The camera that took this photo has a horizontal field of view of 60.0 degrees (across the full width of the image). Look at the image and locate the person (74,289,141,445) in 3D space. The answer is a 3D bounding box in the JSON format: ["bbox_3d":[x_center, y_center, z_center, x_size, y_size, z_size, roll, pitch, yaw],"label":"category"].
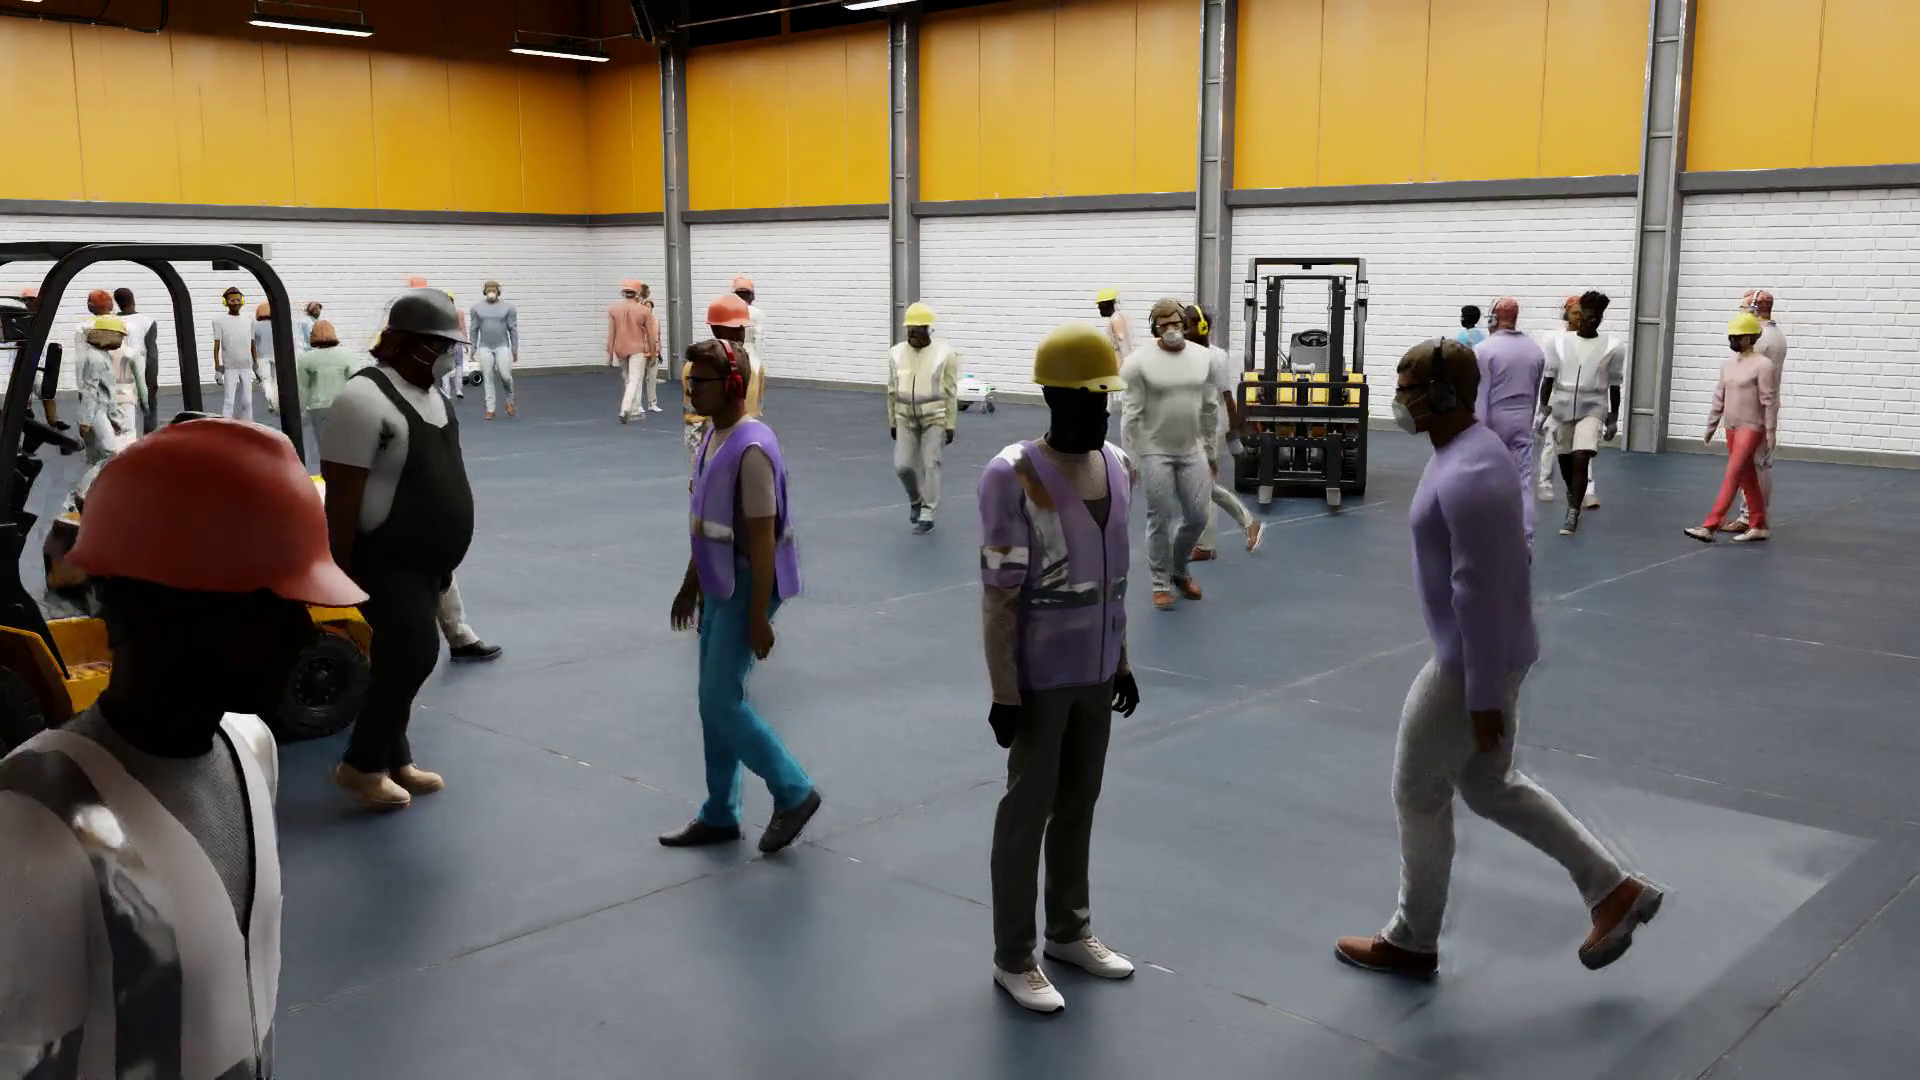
[{"bbox_3d":[-8.388,-1.533,16.410,0.610,1.875,0.500,-8,12,-41],"label":"person"}]

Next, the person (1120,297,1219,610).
[{"bbox_3d":[1.252,-0.520,10.133,0.665,1.906,0.569,-3,10,-17],"label":"person"}]

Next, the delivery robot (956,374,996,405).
[{"bbox_3d":[0.147,-2.158,23.997,0.707,0.478,0.477,4,10,23],"label":"delivery robot"}]

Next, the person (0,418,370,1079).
[{"bbox_3d":[-0.950,0.815,1.899,0.583,1.912,0.572,0,9,-1],"label":"person"}]

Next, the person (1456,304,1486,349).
[{"bbox_3d":[5.928,-1.878,19.188,0.775,1.673,0.536,8,12,41],"label":"person"}]

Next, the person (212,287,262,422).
[{"bbox_3d":[-8.264,-1.956,19.033,0.311,1.869,0.532,9,13,43],"label":"person"}]

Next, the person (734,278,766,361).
[{"bbox_3d":[-2.685,-2.176,20.137,0.624,1.975,1.060,2,9,12],"label":"person"}]

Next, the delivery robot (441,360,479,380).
[{"bbox_3d":[-8.863,-3.027,29.326,0.477,0.478,0.707,9,13,43],"label":"delivery robot"}]

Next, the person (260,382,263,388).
[{"bbox_3d":[-10.887,-3.058,26.578,0.640,1.617,0.504,0,9,-2],"label":"person"}]

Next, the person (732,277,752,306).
[{"bbox_3d":[-3.720,-3.489,28.222,0.370,1.935,0.552,9,13,43],"label":"person"}]

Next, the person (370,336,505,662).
[{"bbox_3d":[-2.910,-0.205,8.551,0.933,1.797,0.582,-1,9,-9],"label":"person"}]

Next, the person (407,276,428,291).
[{"bbox_3d":[-8.091,-2.921,24.693,0.651,1.956,0.627,5,10,27],"label":"person"}]

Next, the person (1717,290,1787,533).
[{"bbox_3d":[6.213,-1.003,13.077,0.399,1.907,0.644,8,12,40],"label":"person"}]

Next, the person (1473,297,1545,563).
[{"bbox_3d":[3.815,-0.798,11.934,0.678,1.856,0.969,-4,10,-22],"label":"person"}]

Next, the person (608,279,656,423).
[{"bbox_3d":[-4.446,-2.542,22.425,0.654,1.952,0.942,2,9,11],"label":"person"}]

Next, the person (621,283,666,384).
[{"bbox_3d":[-5.678,-3.670,29.693,0.829,1.821,0.535,-4,10,-26],"label":"person"}]

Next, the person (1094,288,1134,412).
[{"bbox_3d":[1.963,-2.140,20.270,1.031,1.849,0.588,2,9,10],"label":"person"}]

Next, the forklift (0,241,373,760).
[{"bbox_3d":[-3.706,-0.171,7.093,1.214,2.155,2.313,9,13,43],"label":"forklift"}]

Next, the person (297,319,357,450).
[{"bbox_3d":[-5.636,-1.158,14.873,0.538,1.614,0.389,-4,10,-22],"label":"person"}]

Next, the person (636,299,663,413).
[{"bbox_3d":[-4.521,-2.654,24.011,0.309,1.639,0.522,9,13,43],"label":"person"}]

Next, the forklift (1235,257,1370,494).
[{"bbox_3d":[3.309,-1.629,16.029,1.214,2.155,2.313,2,9,11],"label":"forklift"}]

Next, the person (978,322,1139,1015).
[{"bbox_3d":[0.308,0.351,4.709,0.379,1.925,0.594,9,13,43],"label":"person"}]

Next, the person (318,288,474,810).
[{"bbox_3d":[-2.134,0.015,6.422,0.562,2.000,0.700,1,9,5],"label":"person"}]

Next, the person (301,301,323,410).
[{"bbox_3d":[-9.327,-2.670,24.238,0.868,1.591,0.523,3,10,19],"label":"person"}]

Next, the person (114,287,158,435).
[{"bbox_3d":[-8.678,-1.693,17.391,0.609,1.874,0.597,-1,9,-8],"label":"person"}]

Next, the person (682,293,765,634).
[{"bbox_3d":[-1.289,-0.417,9.383,0.370,1.935,0.552,9,13,43],"label":"person"}]

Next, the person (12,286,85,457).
[{"bbox_3d":[-10.161,-1.854,18.380,0.910,1.877,0.602,-8,12,-39],"label":"person"}]

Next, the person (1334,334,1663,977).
[{"bbox_3d":[1.577,0.358,4.782,0.832,1.900,0.660,3,10,18],"label":"person"}]

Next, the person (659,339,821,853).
[{"bbox_3d":[-0.821,0.208,5.885,0.486,1.831,0.604,-3,10,-20],"label":"person"}]

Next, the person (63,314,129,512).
[{"bbox_3d":[-6.941,-0.962,13.429,0.522,1.701,0.546,-5,10,-27],"label":"person"}]

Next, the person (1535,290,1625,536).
[{"bbox_3d":[4.953,-1.032,13.256,0.602,1.919,0.984,6,11,31],"label":"person"}]

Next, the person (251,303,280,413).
[{"bbox_3d":[-9.834,-2.567,23.658,0.510,1.594,0.735,-6,11,-31],"label":"person"}]

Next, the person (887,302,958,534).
[{"bbox_3d":[-0.296,-0.955,13.067,0.592,1.816,0.460,3,10,17],"label":"person"}]

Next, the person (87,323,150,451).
[{"bbox_3d":[-8.055,-1.306,15.868,0.517,1.601,0.862,0,9,0],"label":"person"}]

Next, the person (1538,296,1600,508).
[{"bbox_3d":[5.369,-1.213,14.597,0.600,1.835,0.898,0,9,1],"label":"person"}]

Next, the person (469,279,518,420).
[{"bbox_3d":[-6.442,-2.628,22.952,0.652,1.931,0.482,-1,9,-4],"label":"person"}]

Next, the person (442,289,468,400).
[{"bbox_3d":[-8.071,-3.091,26.338,0.566,1.743,0.667,-2,9,-11],"label":"person"}]

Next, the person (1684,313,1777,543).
[{"bbox_3d":[5.776,-0.826,12.490,0.866,1.726,0.551,-2,9,-12],"label":"person"}]

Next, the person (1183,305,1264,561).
[{"bbox_3d":[1.867,-0.759,11.829,0.713,1.831,0.521,-2,10,-13],"label":"person"}]
